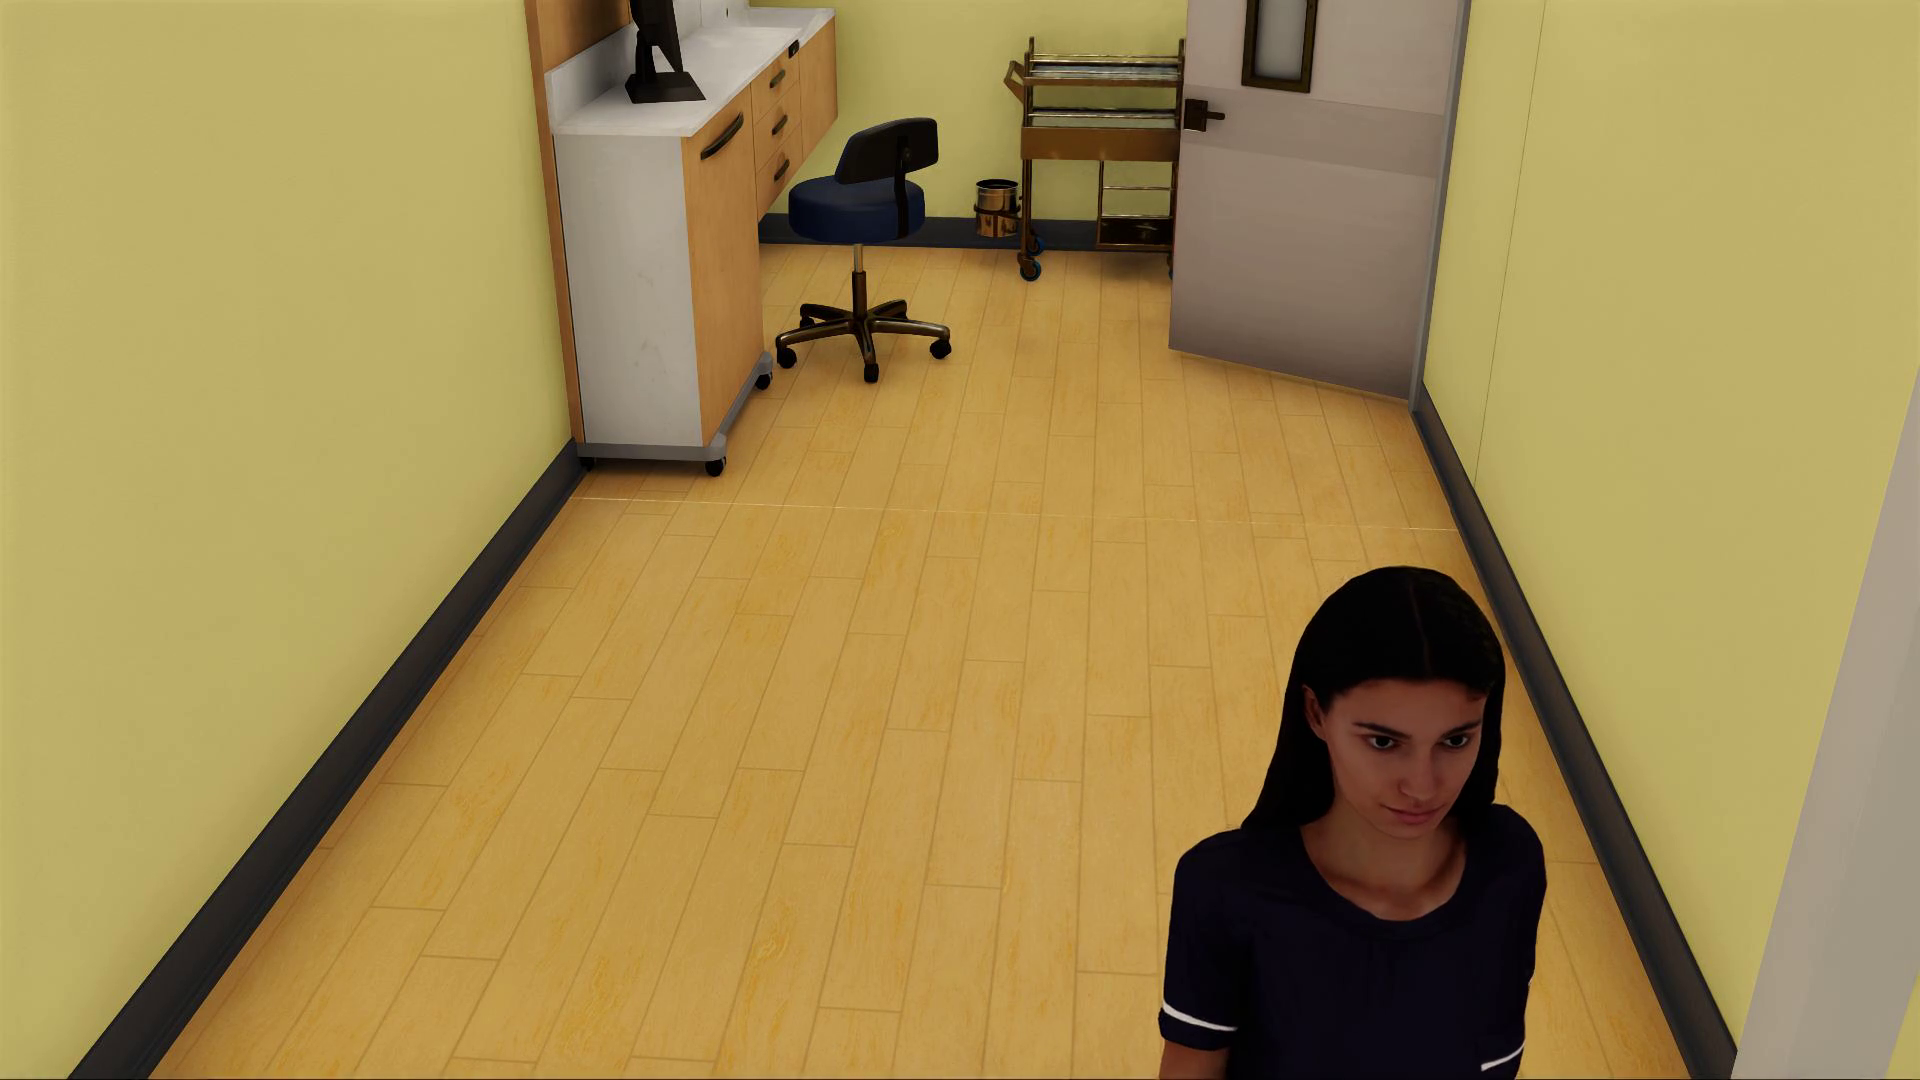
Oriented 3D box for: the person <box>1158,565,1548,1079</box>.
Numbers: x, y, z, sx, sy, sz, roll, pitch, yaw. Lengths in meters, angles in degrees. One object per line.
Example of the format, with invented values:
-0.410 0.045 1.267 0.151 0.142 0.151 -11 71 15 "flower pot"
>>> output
0.408 0.821 1.899 0.536 1.765 0.689 -4 26 -8 "person"
